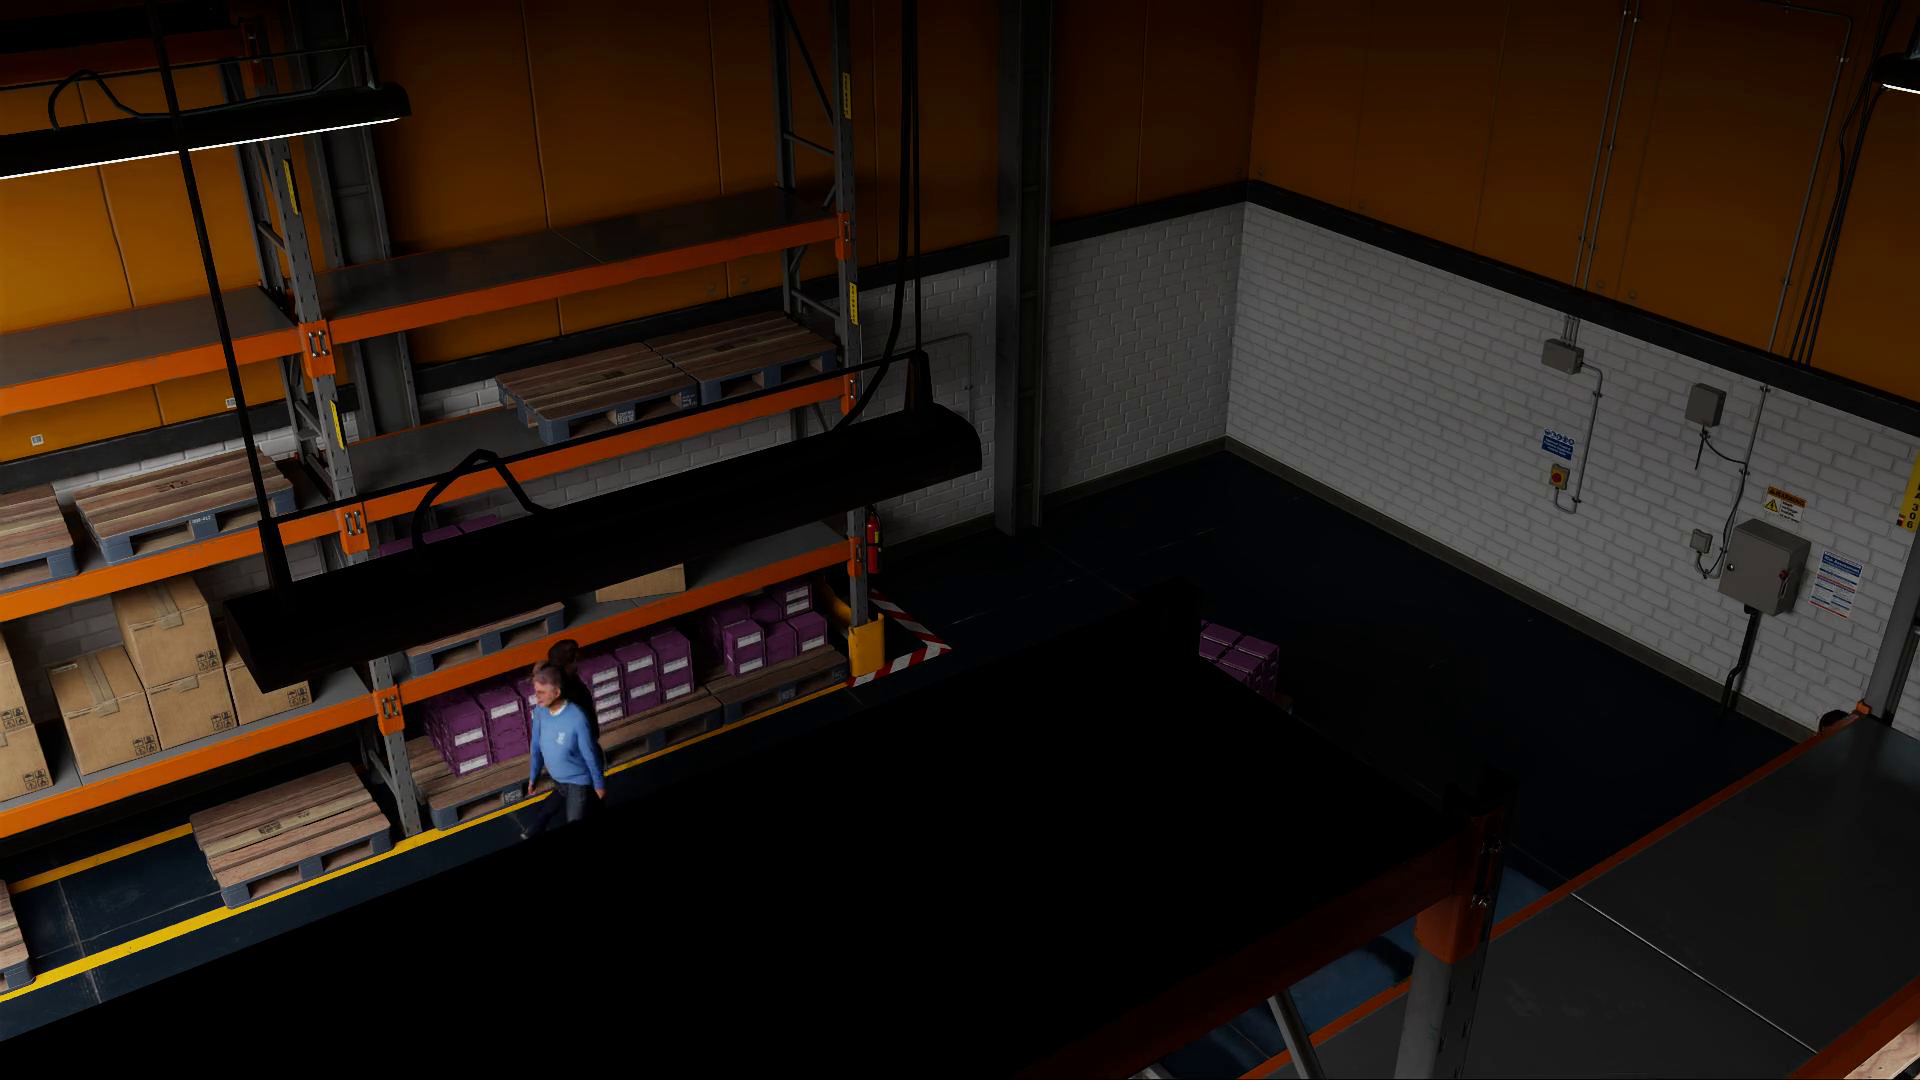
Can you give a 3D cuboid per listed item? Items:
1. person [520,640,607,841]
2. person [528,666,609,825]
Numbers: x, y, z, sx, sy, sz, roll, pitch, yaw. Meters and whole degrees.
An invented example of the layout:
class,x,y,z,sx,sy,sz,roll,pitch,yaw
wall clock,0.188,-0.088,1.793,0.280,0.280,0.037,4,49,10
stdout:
class,x,y,z,sx,sy,sz,roll,pitch,yaw
person,-2.843,1.526,11.924,0.997,1.830,0.733,-18,34,-30
person,-2.687,1.623,11.793,0.881,1.785,1.093,16,32,27
